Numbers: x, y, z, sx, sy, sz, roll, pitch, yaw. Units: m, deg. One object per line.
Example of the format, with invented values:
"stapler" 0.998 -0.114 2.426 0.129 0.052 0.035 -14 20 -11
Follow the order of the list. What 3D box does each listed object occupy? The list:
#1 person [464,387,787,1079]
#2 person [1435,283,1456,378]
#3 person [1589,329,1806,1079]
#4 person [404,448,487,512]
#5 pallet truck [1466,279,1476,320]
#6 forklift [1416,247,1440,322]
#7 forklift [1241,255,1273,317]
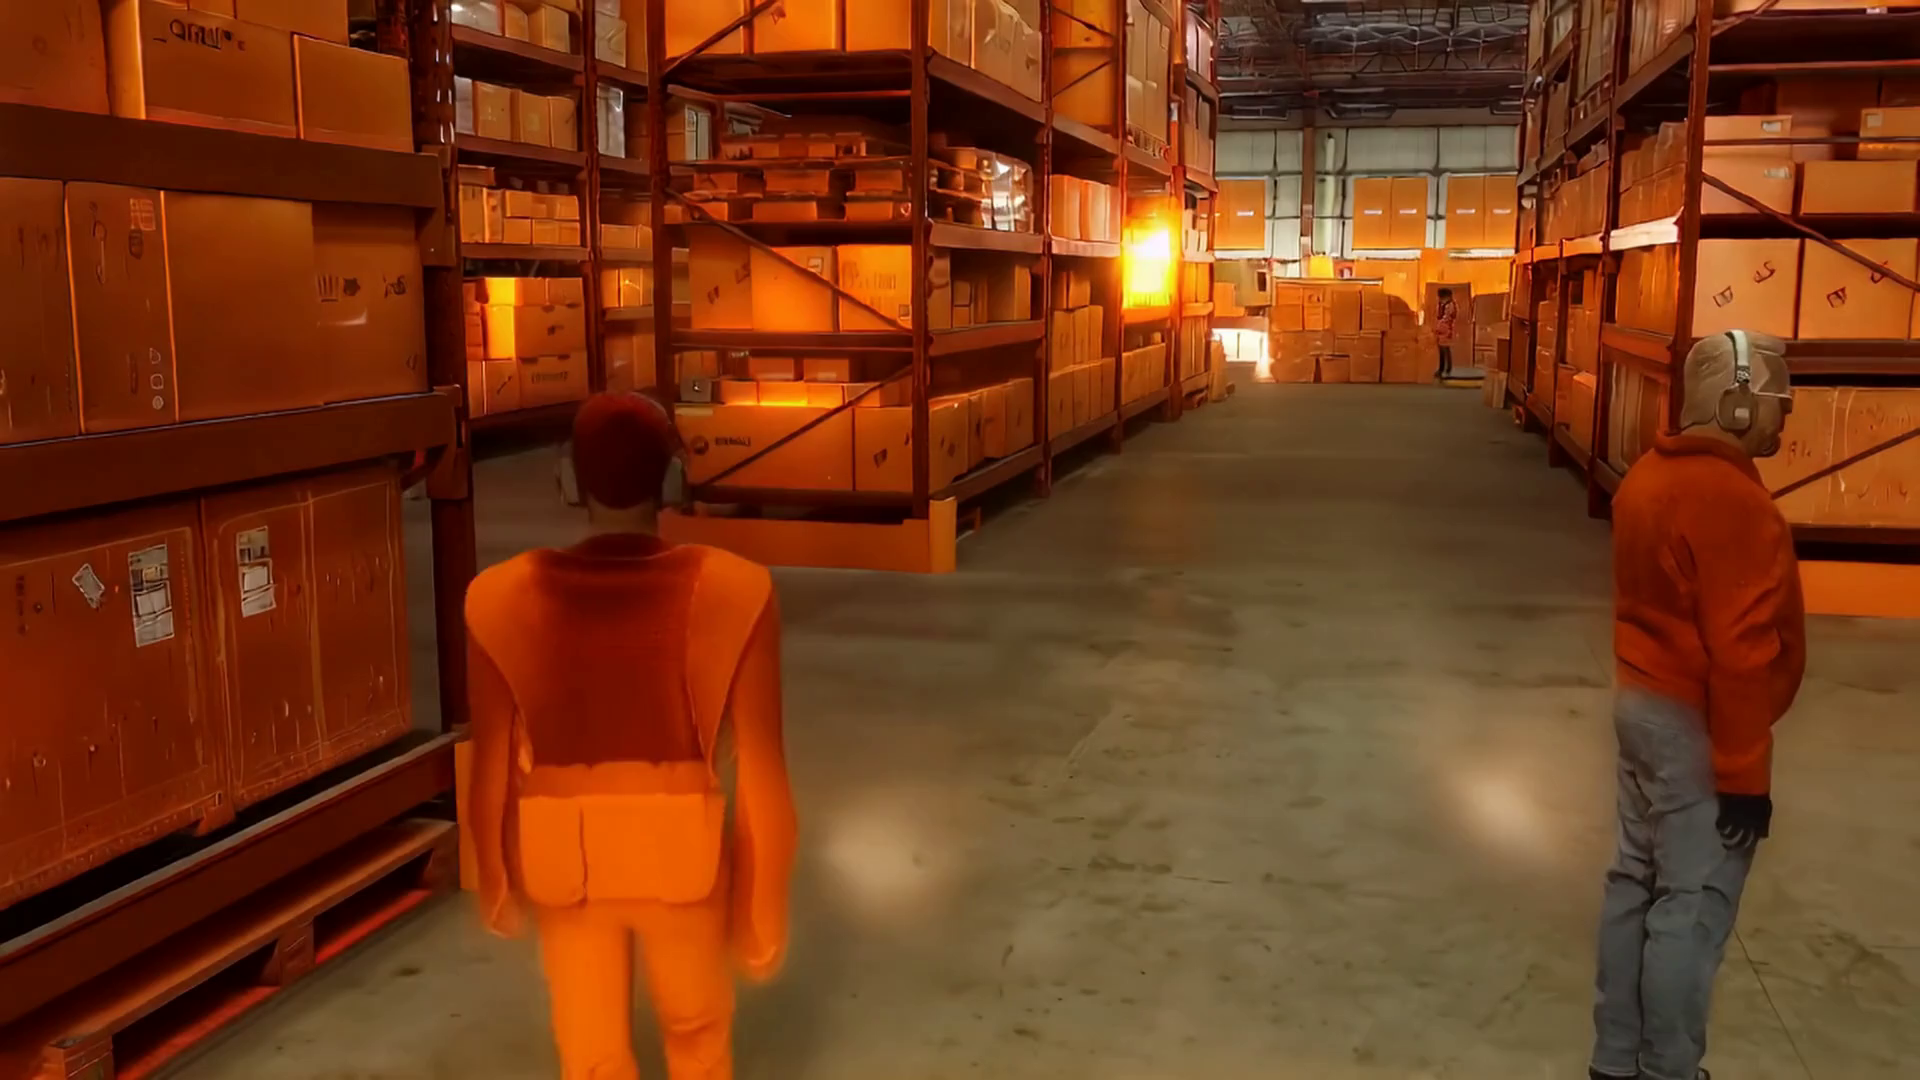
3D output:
"person" -0.634 0.620 3.193 0.592 1.809 0.831 -1 9 -9
"person" 9.855 -4.274 33.921 0.378 1.932 0.551 -2 9 -13
"person" 1.746 0.466 3.894 0.401 1.906 0.649 0 9 2
"person" -4.567 -1.172 14.644 0.653 1.791 0.973 7 11 36
"pallet truck" 18.896 -8.459 60.307 1.885 1.965 0.823 5 10 31
"forklift" 12.210 -6.239 43.408 1.873 2.768 1.129 5 10 30
"forklift" 10.552 -8.662 58.803 1.129 2.768 1.873 2 9 15
